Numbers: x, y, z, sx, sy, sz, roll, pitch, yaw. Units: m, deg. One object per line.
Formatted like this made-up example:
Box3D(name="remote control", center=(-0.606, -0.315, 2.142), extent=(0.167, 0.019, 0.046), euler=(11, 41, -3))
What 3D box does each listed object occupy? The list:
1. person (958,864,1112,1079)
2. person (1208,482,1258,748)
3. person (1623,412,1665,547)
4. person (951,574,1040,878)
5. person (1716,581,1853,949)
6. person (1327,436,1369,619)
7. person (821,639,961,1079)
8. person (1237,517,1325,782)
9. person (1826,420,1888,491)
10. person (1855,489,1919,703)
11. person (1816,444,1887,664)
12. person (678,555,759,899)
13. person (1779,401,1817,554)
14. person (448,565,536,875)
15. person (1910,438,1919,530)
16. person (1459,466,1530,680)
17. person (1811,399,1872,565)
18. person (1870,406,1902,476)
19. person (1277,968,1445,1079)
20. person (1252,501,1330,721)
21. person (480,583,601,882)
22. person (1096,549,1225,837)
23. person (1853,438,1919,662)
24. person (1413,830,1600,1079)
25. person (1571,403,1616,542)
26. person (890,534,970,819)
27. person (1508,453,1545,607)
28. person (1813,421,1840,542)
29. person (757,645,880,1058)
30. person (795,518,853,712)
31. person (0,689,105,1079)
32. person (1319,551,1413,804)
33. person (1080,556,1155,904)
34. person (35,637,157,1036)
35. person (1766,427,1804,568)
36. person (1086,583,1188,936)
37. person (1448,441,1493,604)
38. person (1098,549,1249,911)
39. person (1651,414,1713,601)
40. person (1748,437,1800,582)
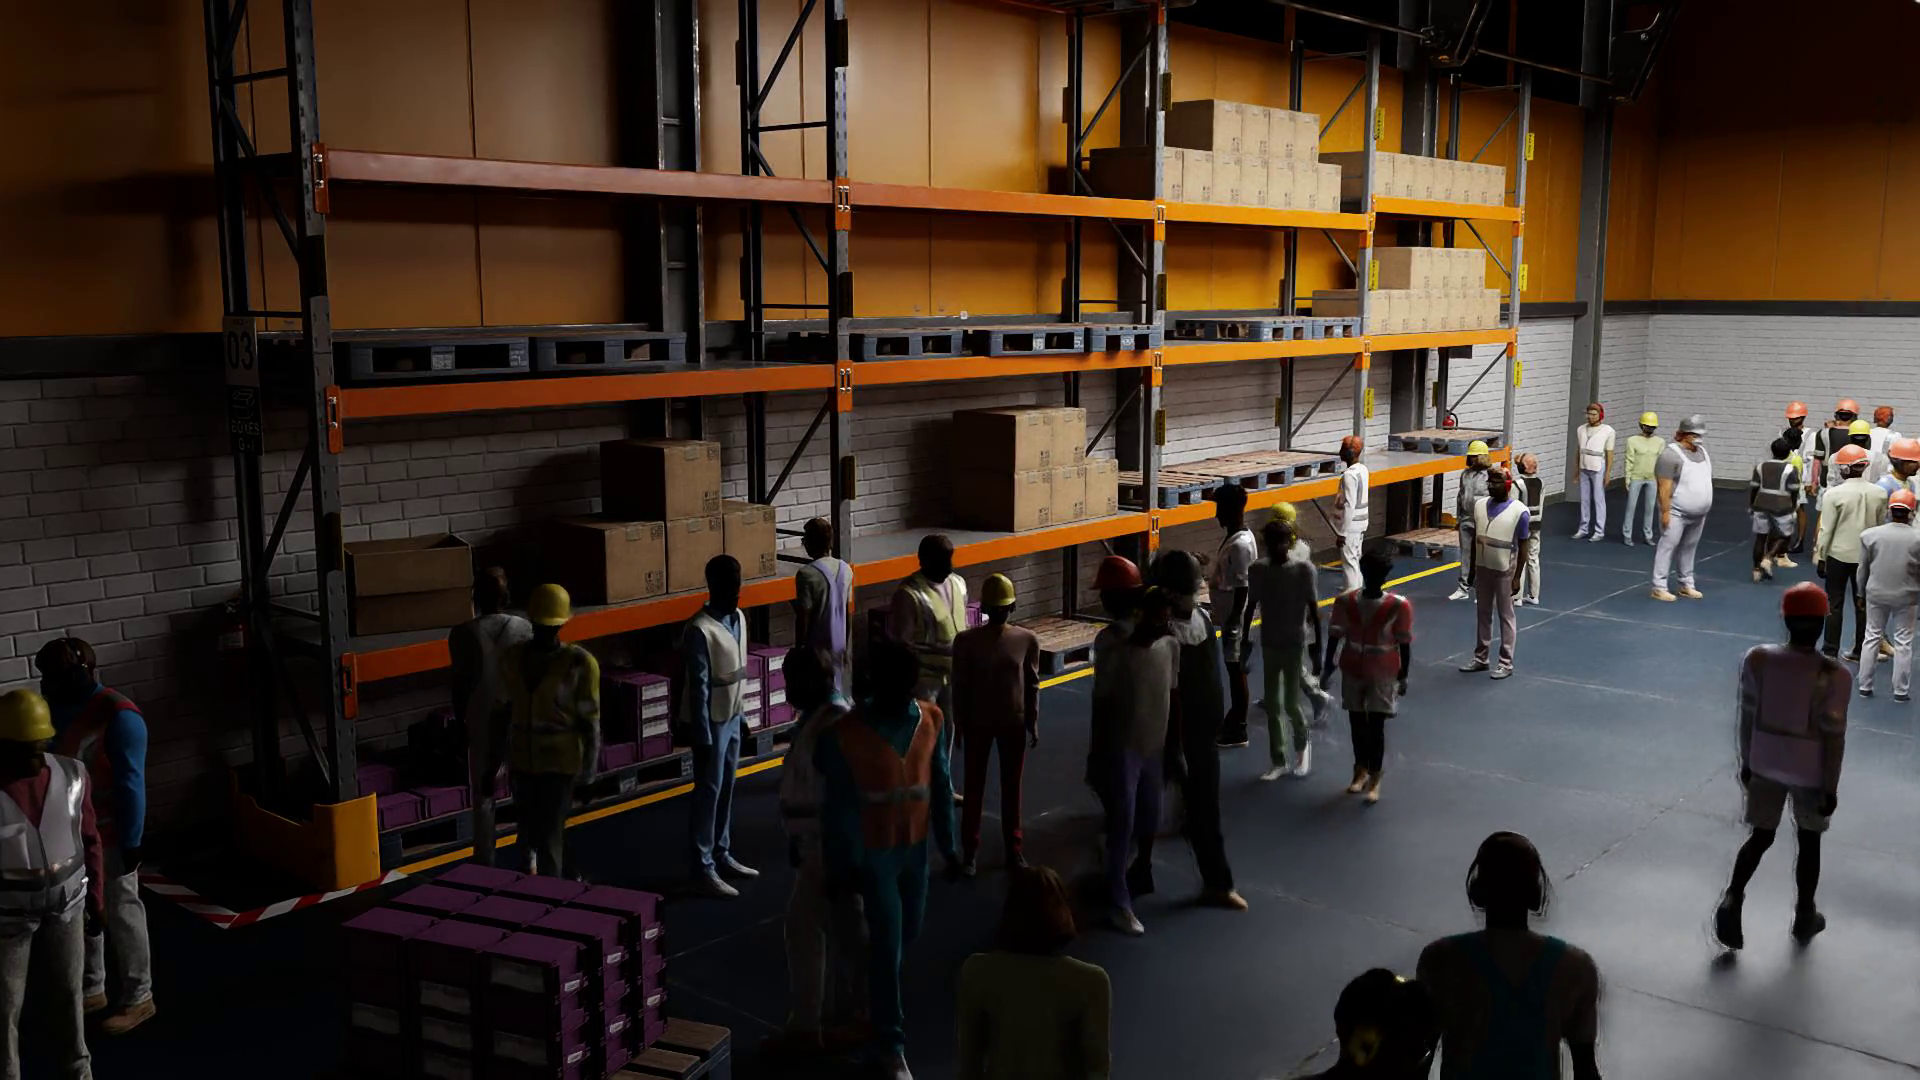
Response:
Box3D(name="person", center=(0.241, 1.813, 5.328), extent=(0.512, 1.580, 0.875), euler=(2, 9, 14))
Box3D(name="person", center=(2.013, 0.548, 12.290), extent=(0.367, 1.964, 0.603), euler=(1, 9, 6))
Box3D(name="person", center=(8.865, -0.783, 21.542), extent=(0.528, 1.760, 0.339), euler=(0, 9, -1))
Box3D(name="person", center=(0.209, 1.064, 9.599), extent=(0.524, 1.769, 0.308), euler=(-2, 9, -11))
Box3D(name="person", center=(4.227, 1.168, 8.521), extent=(0.806, 1.909, 0.544), euler=(-8, 12, -44))
Box3D(name="person", center=(3.948, -0.120, 16.857), extent=(0.355, 1.885, 0.575), euler=(4, 10, 25))
Box3D(name="person", center=(-0.336, 1.359, 7.360), extent=(0.621, 1.897, 0.750), euler=(-6, 11, -35))
Box3D(name="person", center=(2.179, 0.749, 11.363), extent=(0.595, 1.852, 0.376), euler=(6, 11, 36))
Box3D(name="person", center=(9.839, -0.359, 18.297), extent=(0.586, 1.918, 0.396), euler=(5, 10, 29))
Box3D(name="person", center=(7.649, 0.450, 13.626), extent=(0.567, 1.743, 0.350), euler=(8, 12, 41))
Box3D(name="person", center=(7.938, 0.139, 14.870), extent=(0.618, 1.986, 0.406), euler=(-1, 9, -5))
Box3D(name="person", center=(-1.368, 1.026, 9.363), extent=(0.396, 1.917, 0.590), euler=(2, 9, 15))
Box3D(name="person", center=(10.541, -0.791, 21.048), extent=(0.386, 1.929, 0.543), euler=(-4, 10, -25))
Box3D(name="person", center=(-2.612, 1.052, 9.421), extent=(0.508, 1.846, 0.345), euler=(-3, 9, -19))
Box3D(name="person", center=(11.460, -0.545, 19.569), extent=(0.646, 1.897, 0.398), euler=(-3, 9, -18))
Box3D(name="person", center=(4.665, 0.275, 14.432), extent=(0.390, 1.846, 0.565), euler=(-6, 11, -33))
Box3D(name="person", center=(10.608, -0.683, 20.045), extent=(0.613, 2.028, 0.409), euler=(5, 10, 31))
Box3D(name="person", center=(11.565, -0.749, 20.956), extent=(0.365, 1.879, 0.585), euler=(-4, 10, -26))
Box3D(name="person", center=(0.865, 1.903, 4.015), extent=(0.561, 1.829, 0.399), euler=(-1, 9, -6))
Box3D(name="person", center=(2.613, 0.559, 13.048), extent=(0.487, 1.717, 0.776), euler=(-8, 12, -41))
Box3D(name="person", center=(-2.163, 1.151, 8.669), extent=(0.610, 1.889, 0.773), euler=(3, 9, 20))
Box3D(name="person", center=(1.227, 0.932, 10.335), extent=(0.843, 1.808, 0.595), euler=(4, 10, 22))
Box3D(name="person", center=(8.451, 0.093, 15.034), extent=(0.609, 2.033, 0.434), euler=(-6, 11, -34))
Box3D(name="person", center=(1.590, 1.757, 4.939), extent=(0.543, 1.825, 0.463), euler=(1, 9, 4))
Box3D(name="person", center=(8.399, -0.895, 22.014), extent=(0.385, 1.837, 0.564), euler=(-5, 10, -28))
Box3D(name="person", center=(-0.168, 0.865, 10.685), extent=(0.432, 1.835, 0.631), euler=(8, 12, 40))
Box3D(name="person", center=(5.970, -0.107, 17.592), extent=(0.508, 1.629, 0.318), euler=(-6, 10, -32))
Box3D(name="person", center=(11.380, -0.745, 21.709), extent=(0.316, 1.629, 0.508), euler=(1, 9, 6))
Box3D(name="person", center=(-0.656, 1.380, 7.473), extent=(0.738, 1.798, 0.673), euler=(-2, 9, -10))
Box3D(name="person", center=(-0.945, 0.761, 11.347), extent=(0.357, 1.835, 0.516), euler=(7, 11, 38))
Box3D(name="person", center=(-3.739, 1.488, 6.684), extent=(0.403, 1.824, 0.593), euler=(7, 11, 38))
Box3D(name="person", center=(2.666, 0.894, 10.964), extent=(0.551, 1.675, 0.585), euler=(6, 10, 32))
Box3D(name="person", center=(0.884, 1.044, 9.206), extent=(0.388, 1.930, 0.544), euler=(8, 12, 41))
Box3D(name="person", center=(-3.992, 1.342, 7.599), extent=(0.634, 1.836, 0.429), euler=(3, 9, 20))
Box3D(name="person", center=(9.938, -0.513, 20.017), extent=(0.319, 1.691, 0.537), euler=(0, 9, -1))
Box3D(name="person", center=(0.912, 1.123, 8.971), extent=(0.561, 1.849, 0.679), euler=(-5, 10, -27))
Box3D(name="person", center=(5.504, -0.193, 17.775), extent=(0.298, 1.745, 0.484), euler=(-7, 11, -39))
Box3D(name="person", center=(1.145, 0.983, 9.239), extent=(0.688, 2.000, 0.962), euler=(-7, 11, -38))
Box3D(name="person", center=(7.805, -0.356, 17.876), extent=(0.689, 2.000, 0.538), euler=(-4, 10, -23))
Box3D(name="person", center=(9.235, -0.341, 18.906), extent=(0.385, 1.675, 0.594), euler=(-7, 11, -39))
